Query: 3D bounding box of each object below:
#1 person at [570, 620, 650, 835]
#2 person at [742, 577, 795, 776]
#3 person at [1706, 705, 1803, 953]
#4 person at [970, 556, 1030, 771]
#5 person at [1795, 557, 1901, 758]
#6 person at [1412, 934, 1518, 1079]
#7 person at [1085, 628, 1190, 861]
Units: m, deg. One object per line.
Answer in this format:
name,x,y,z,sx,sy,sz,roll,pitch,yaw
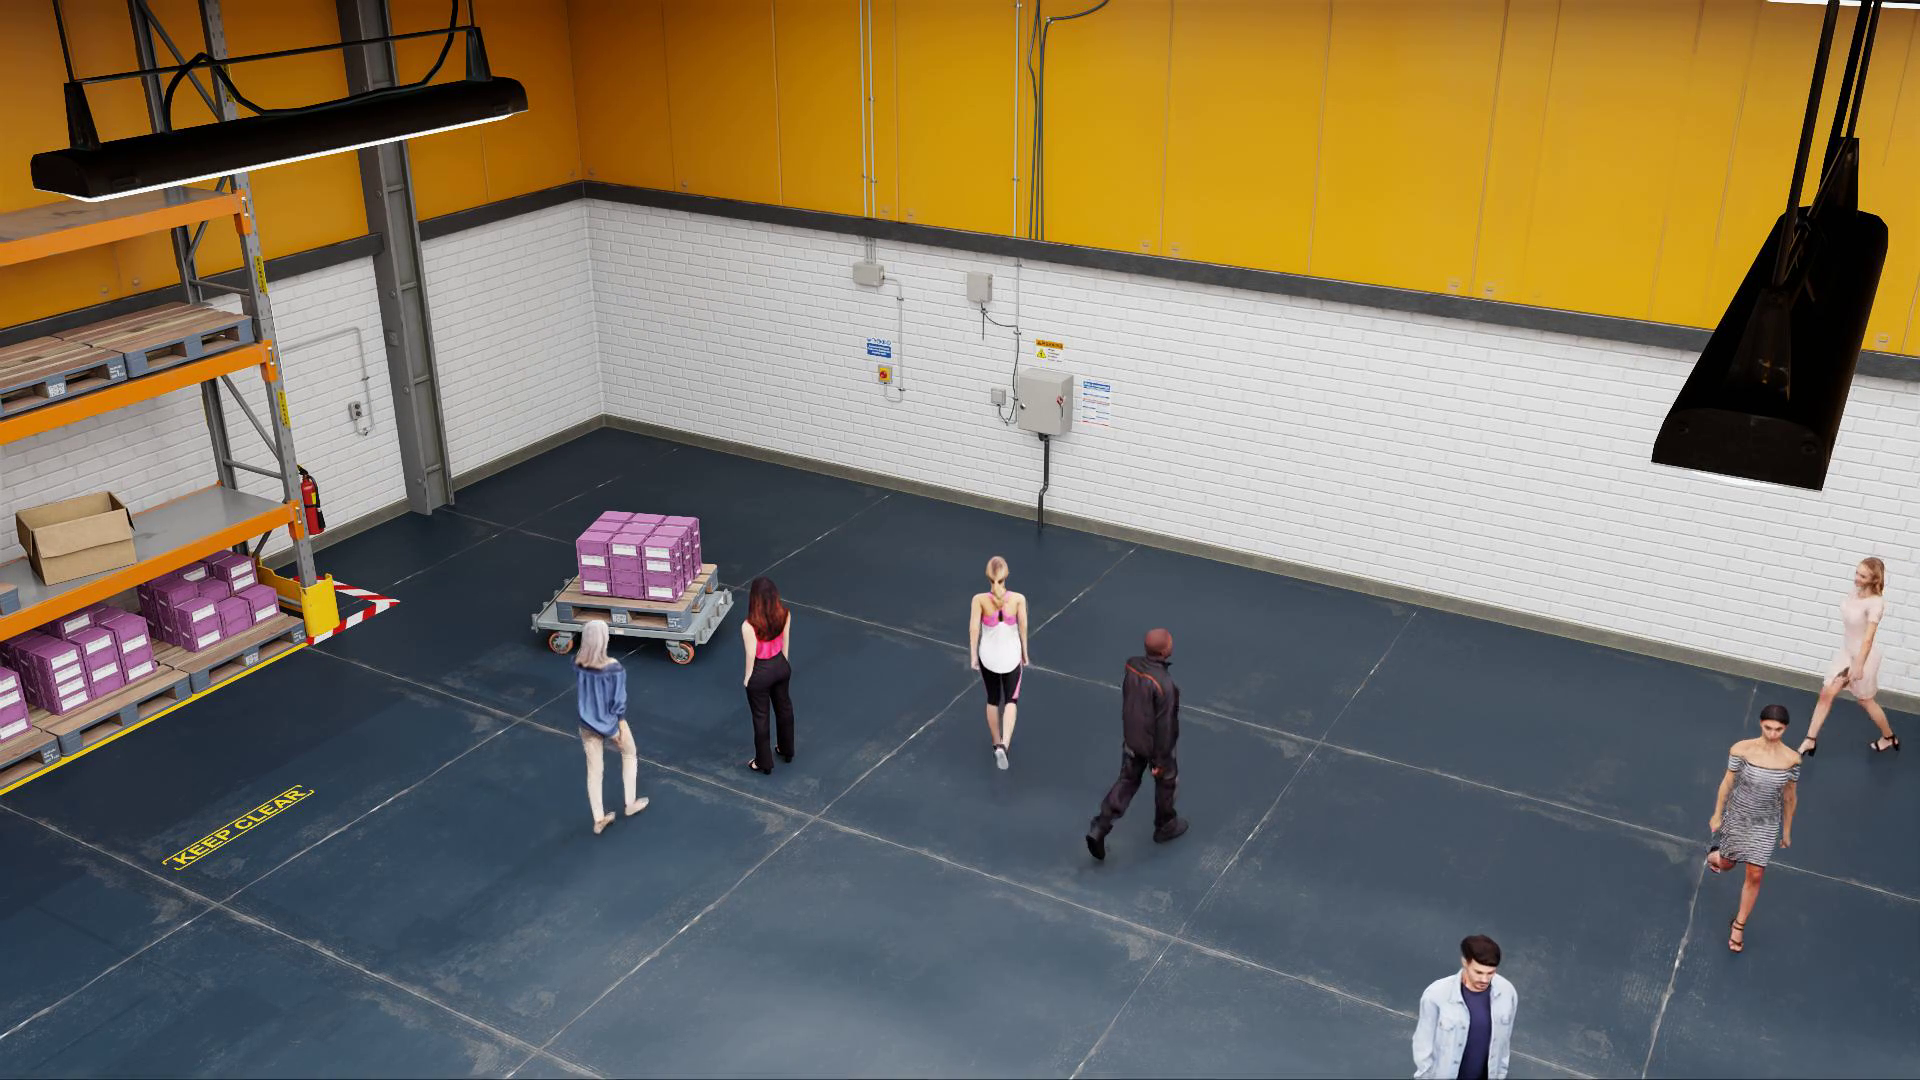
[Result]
person,-2.666,1.405,12.166,0.700,1.682,0.790,7,25,16
person,-1.509,1.042,13.025,0.537,1.660,0.691,-22,32,-40
person,5.226,1.834,11.038,0.787,1.799,1.015,5,24,12
person,0.321,0.988,13.007,0.892,1.773,1.076,1,24,2
person,7.143,0.962,13.066,1.053,1.773,1.120,2,24,5
person,2.613,2.830,8.747,0.756,1.810,0.784,-3,24,-7
person,1.268,1.466,11.881,1.252,1.799,0.939,-18,29,-36
